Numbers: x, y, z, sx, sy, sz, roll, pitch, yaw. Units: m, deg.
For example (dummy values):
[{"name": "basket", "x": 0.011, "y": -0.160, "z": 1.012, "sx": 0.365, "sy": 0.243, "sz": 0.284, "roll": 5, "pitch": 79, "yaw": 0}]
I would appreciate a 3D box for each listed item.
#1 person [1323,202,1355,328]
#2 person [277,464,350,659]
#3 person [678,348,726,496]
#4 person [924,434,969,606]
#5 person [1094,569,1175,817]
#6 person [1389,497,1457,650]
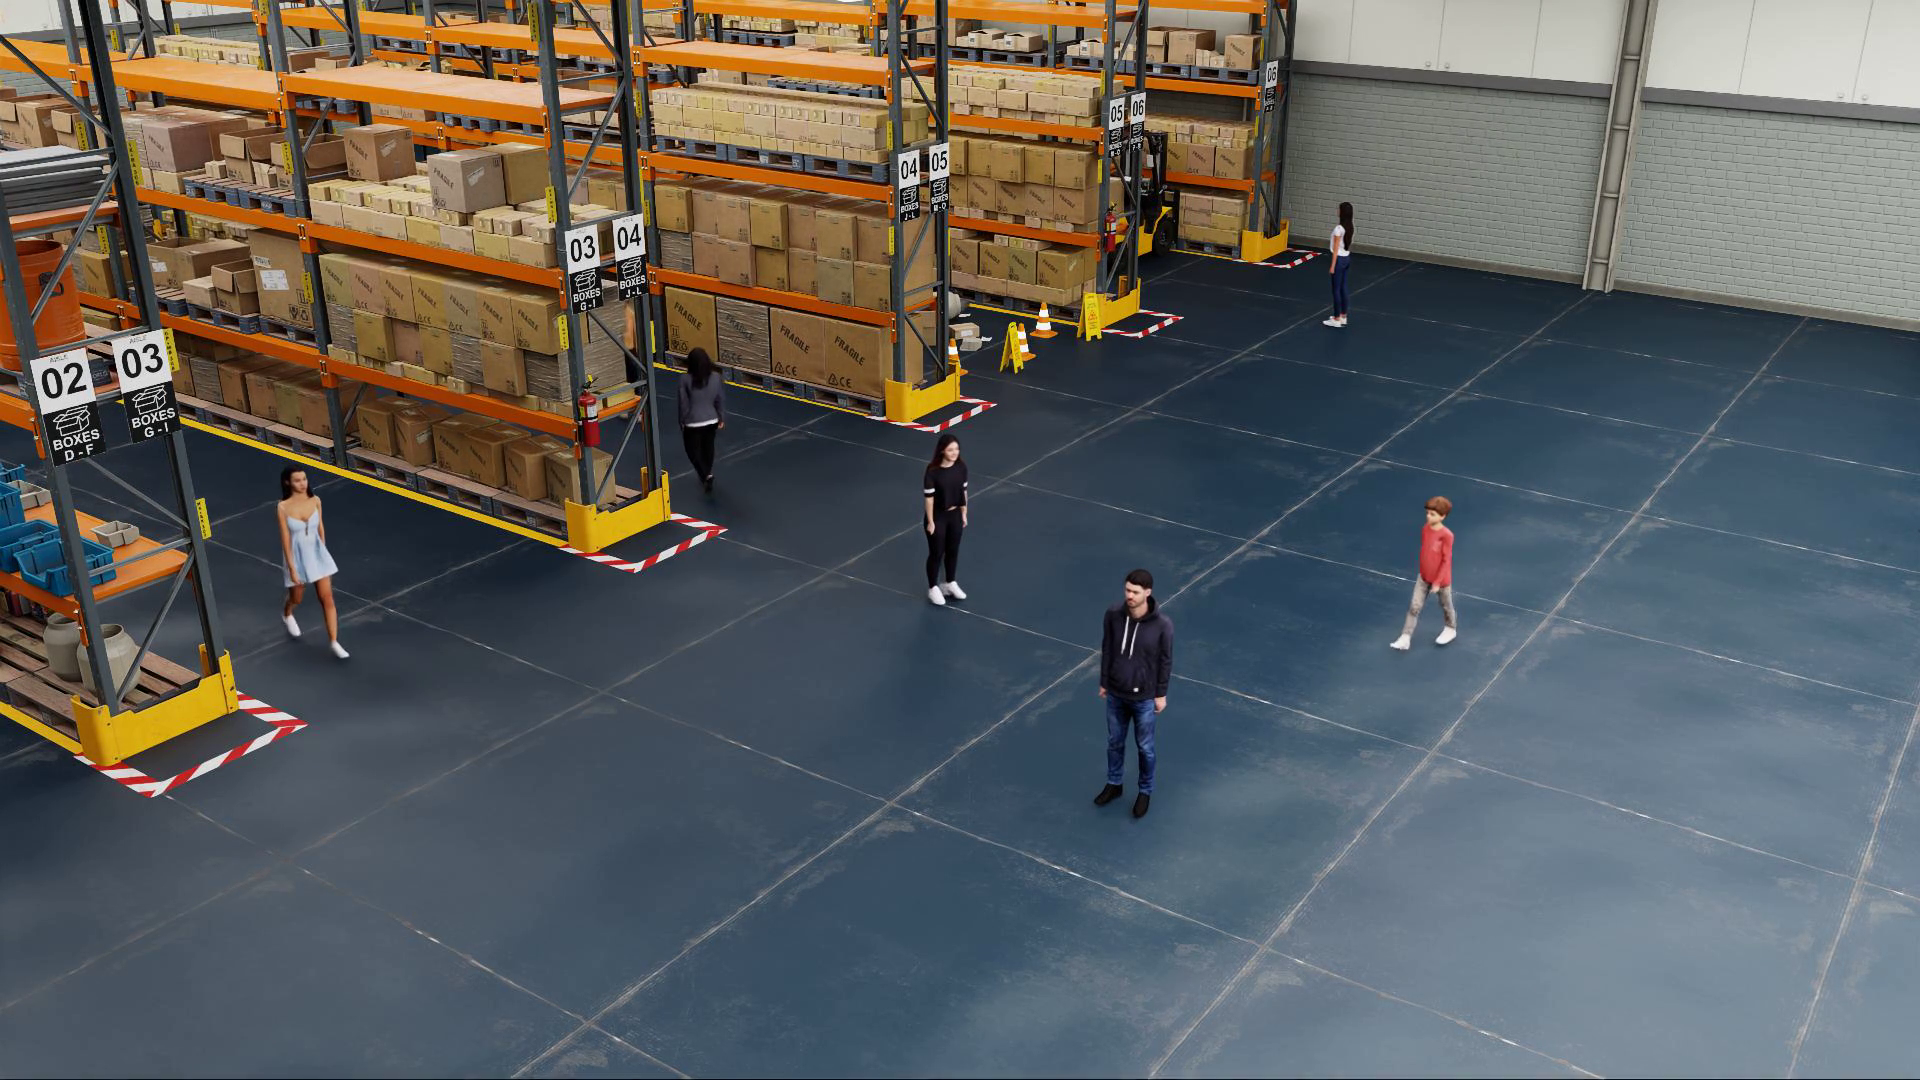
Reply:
[{"name": "person", "x": 5.456, "y": -3.940, "z": 23.773, "sx": 0.483, "sy": 1.774, "sz": 0.568, "roll": 15, "pitch": 27, "yaw": 32}, {"name": "person", "x": -5.650, "y": 0.166, "z": 14.219, "sx": 1.166, "sy": 1.695, "sz": 0.694, "roll": 21, "pitch": 31, "yaw": 40}, {"name": "person", "x": -2.745, "y": -1.249, "z": 17.699, "sx": 0.863, "sy": 1.577, "sz": 1.003, "roll": -13, "pitch": 26, "yaw": -28}, {"name": "person", "x": -0.135, "y": -0.207, "z": 15.173, "sx": 0.691, "sy": 1.636, "sz": 0.706, "roll": -14, "pitch": 27, "yaw": -29}, {"name": "person", "x": 1.247, "y": 1.058, "z": 11.867, "sx": 0.539, "sy": 1.894, "sz": 0.754, "roll": 12, "pitch": 26, "yaw": 26}, {"name": "person", "x": 4.140, "y": 0.304, "z": 14.307, "sx": 0.779, "sy": 1.372, "sz": 0.963, "roll": -16, "pitch": 28, "yaw": -33}]
